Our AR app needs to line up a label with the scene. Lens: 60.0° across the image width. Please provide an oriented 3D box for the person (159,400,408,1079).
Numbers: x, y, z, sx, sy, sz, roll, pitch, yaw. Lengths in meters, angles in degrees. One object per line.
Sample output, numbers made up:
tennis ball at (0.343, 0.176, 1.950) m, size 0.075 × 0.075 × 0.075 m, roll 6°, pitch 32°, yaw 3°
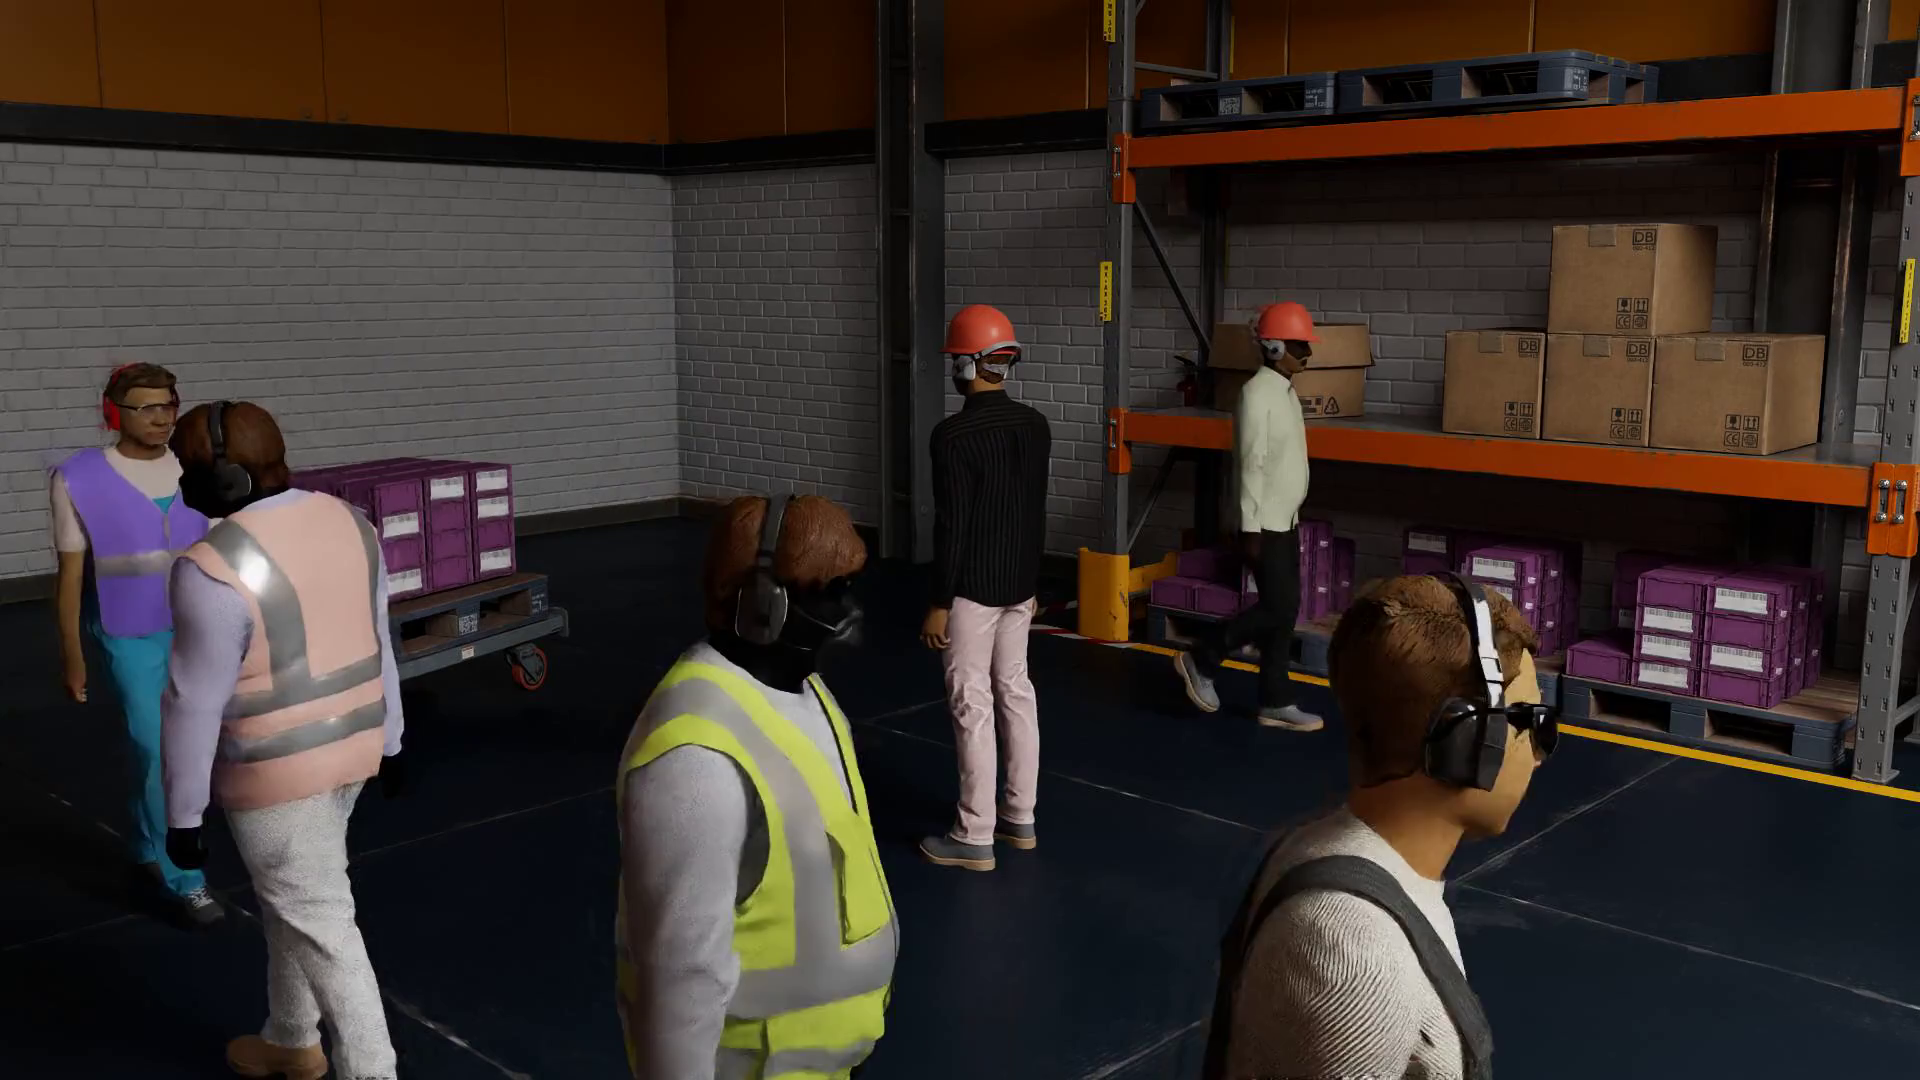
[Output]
person at (-1.715, 0.565, 4.053) m, size 0.775 × 1.810 × 0.649 m, roll 3°, pitch 10°, yaw 16°

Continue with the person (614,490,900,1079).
person at (-0.341, 0.807, 2.645) m, size 0.965 × 1.799 × 0.634 m, roll 1°, pitch 9°, yaw 5°

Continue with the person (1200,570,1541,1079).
person at (0.438, 0.936, 1.802) m, size 0.773 × 1.799 × 0.535 m, roll 1°, pitch 9°, yaw 4°

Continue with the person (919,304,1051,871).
person at (0.081, 0.168, 5.918) m, size 0.383 × 1.993 × 0.622 m, roll 7°, pitch 12°, yaw 37°

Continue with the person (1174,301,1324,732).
person at (1.366, -0.102, 7.621) m, size 0.581 × 1.976 × 0.635 m, roll 5°, pitch 10°, yaw 27°

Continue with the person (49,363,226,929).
person at (-2.563, 0.333, 5.451) m, size 0.860 × 1.807 × 0.596 m, roll 6°, pitch 11°, yaw 34°
